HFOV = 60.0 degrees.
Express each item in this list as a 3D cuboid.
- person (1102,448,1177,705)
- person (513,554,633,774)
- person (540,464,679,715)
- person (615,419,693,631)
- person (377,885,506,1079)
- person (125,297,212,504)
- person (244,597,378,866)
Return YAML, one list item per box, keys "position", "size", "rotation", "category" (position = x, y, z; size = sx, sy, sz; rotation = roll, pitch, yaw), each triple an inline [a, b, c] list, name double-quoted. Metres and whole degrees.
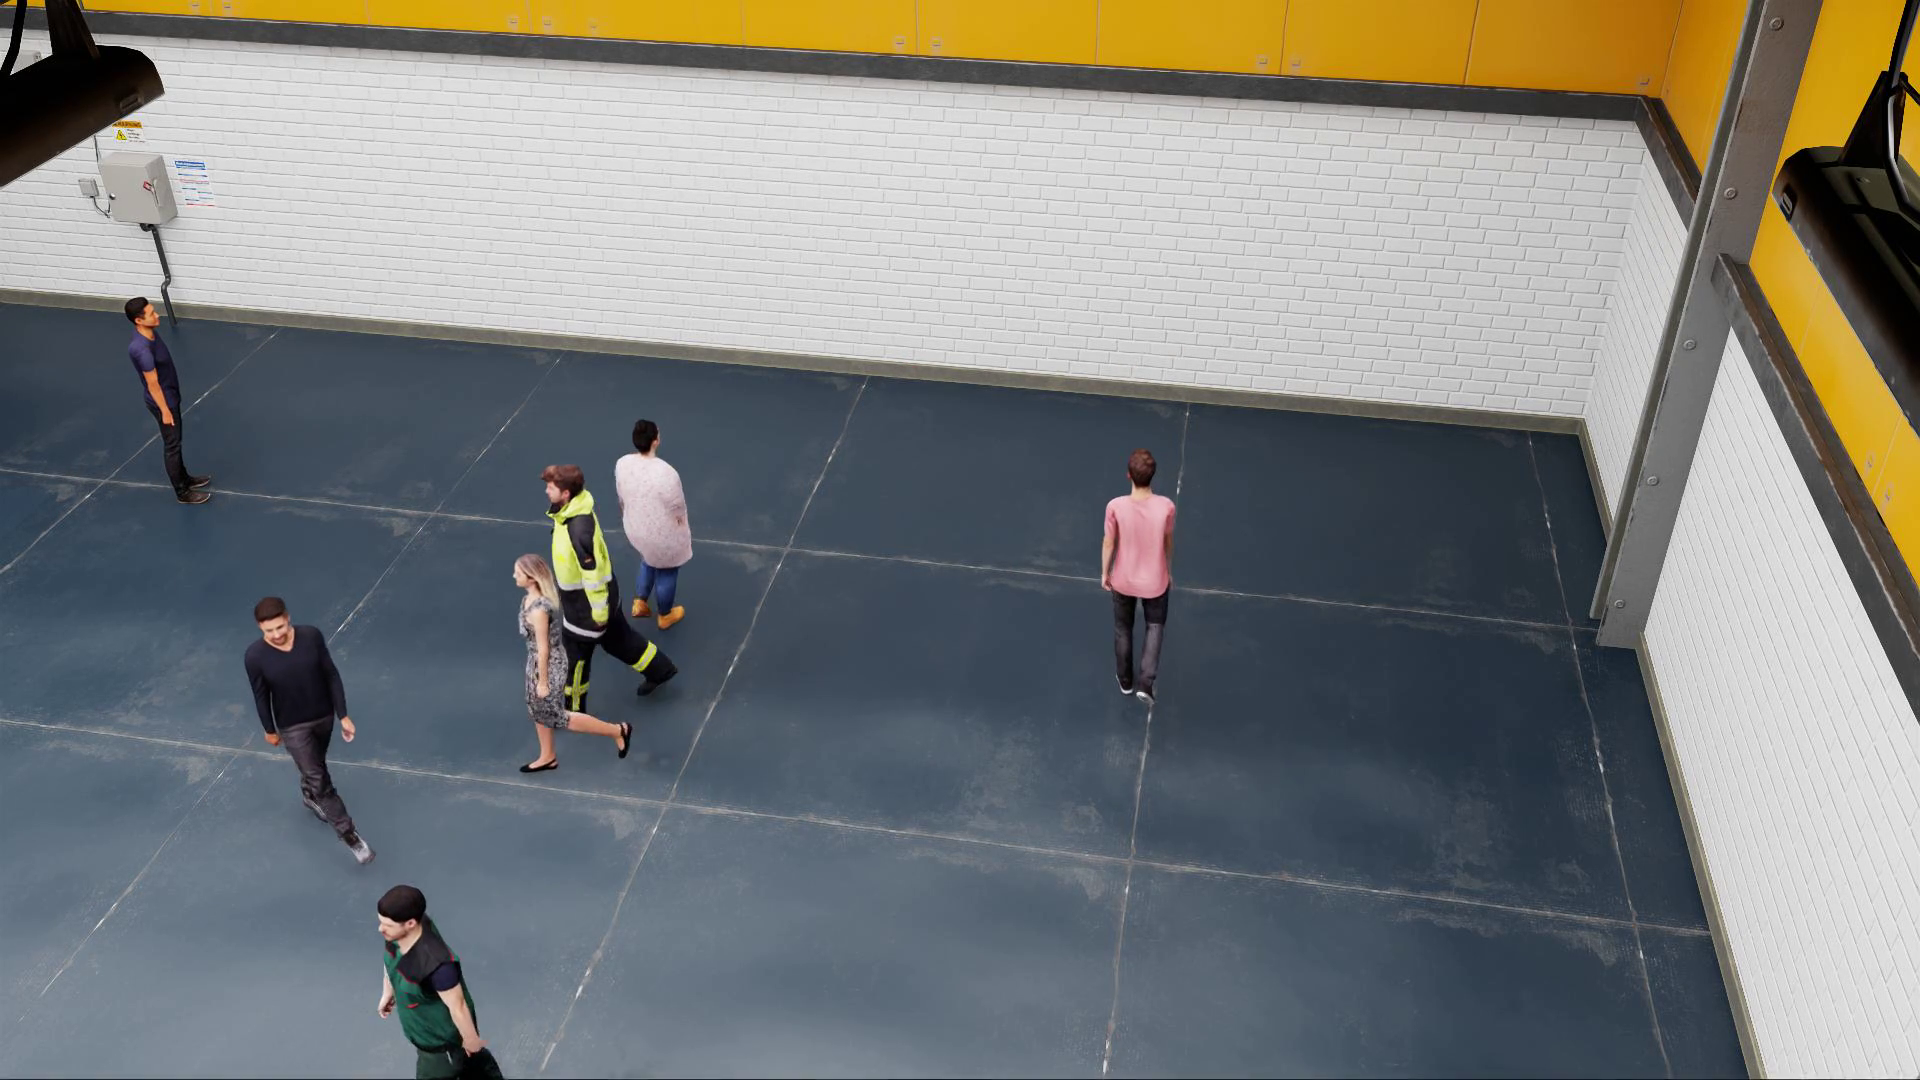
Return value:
- position: [1.200, 0.308, 11.097]
  size: [0.715, 1.949, 0.921]
  rotation: [1, 34, 2]
  category: "person"
- position: [-2.521, 0.816, 10.570]
  size: [0.910, 1.685, 1.004]
  rotation: [-8, 35, -12]
  category: "person"
- position: [-2.371, 0.348, 11.045]
  size: [1.216, 1.939, 1.305]
  rotation: [-11, 35, -16]
  category: "person"
- position: [-2.227, -0.061, 11.846]
  size: [0.793, 1.733, 0.825]
  rotation: [17, 37, 24]
  category: "person"
- position: [-2.458, 2.318, 8.146]
  size: [1.131, 1.867, 1.060]
  rotation: [-22, 39, -29]
  category: "person"
- position: [-6.431, -1.138, 13.413]
  size: [0.779, 1.792, 0.644]
  rotation: [-11, 35, -16]
  category: "person"
- position: [-4.008, 1.053, 10.093]
  size: [1.124, 1.819, 1.189]
  rotation: [29, 43, 36]
  category: "person"
